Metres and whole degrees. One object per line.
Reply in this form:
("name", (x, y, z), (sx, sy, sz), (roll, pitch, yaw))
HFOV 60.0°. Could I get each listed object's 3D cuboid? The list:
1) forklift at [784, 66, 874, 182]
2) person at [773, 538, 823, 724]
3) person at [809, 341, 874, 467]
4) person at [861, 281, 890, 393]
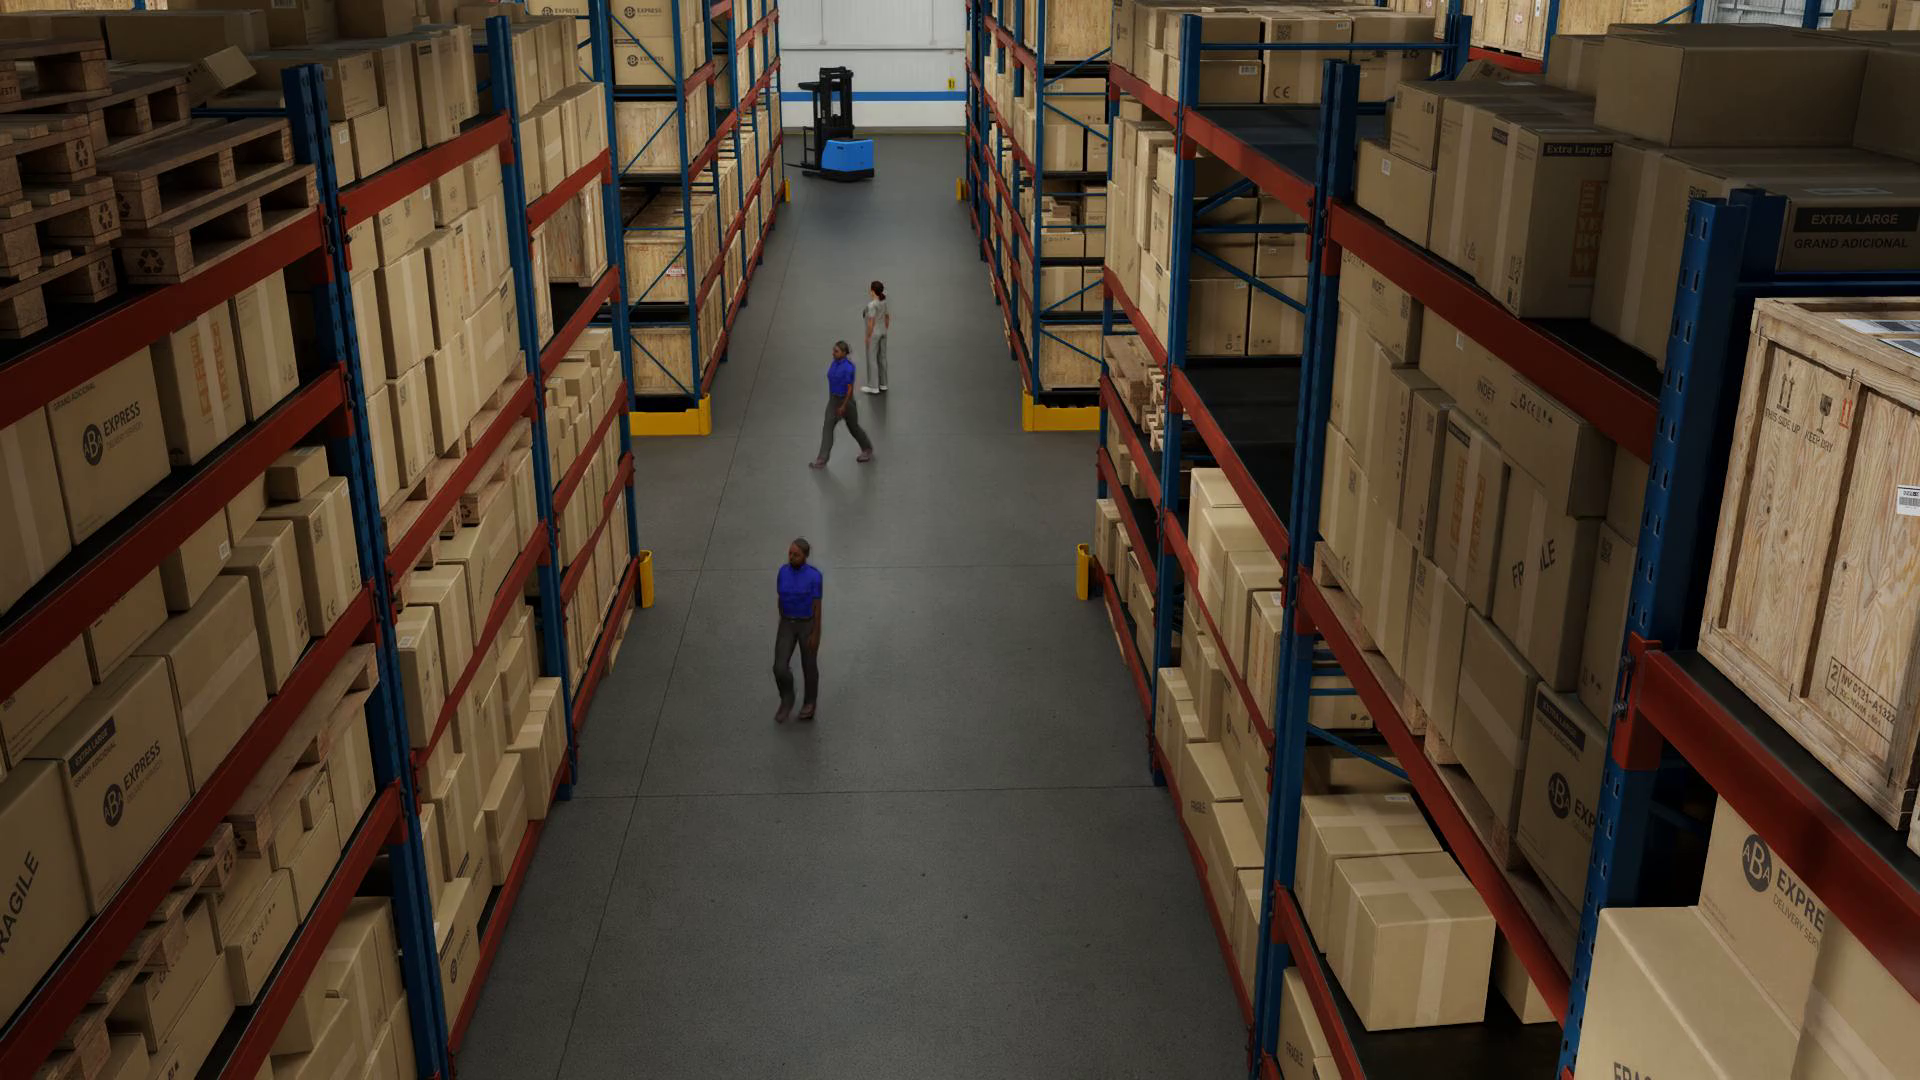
("forklift", (-3.705, -11.461, 45.548), (1.121, 2.941, 3.031), (-18, 27, -40))
("person", (-1.405, 0.789, 14.512), (0.442, 1.676, 0.417), (5, 21, 13))
("person", (-1.524, -1.759, 21.379), (0.461, 1.621, 0.959), (19, 28, 41))
("person", (-1.255, -3.033, 24.757), (0.396, 1.670, 0.434), (14, 24, 32))
